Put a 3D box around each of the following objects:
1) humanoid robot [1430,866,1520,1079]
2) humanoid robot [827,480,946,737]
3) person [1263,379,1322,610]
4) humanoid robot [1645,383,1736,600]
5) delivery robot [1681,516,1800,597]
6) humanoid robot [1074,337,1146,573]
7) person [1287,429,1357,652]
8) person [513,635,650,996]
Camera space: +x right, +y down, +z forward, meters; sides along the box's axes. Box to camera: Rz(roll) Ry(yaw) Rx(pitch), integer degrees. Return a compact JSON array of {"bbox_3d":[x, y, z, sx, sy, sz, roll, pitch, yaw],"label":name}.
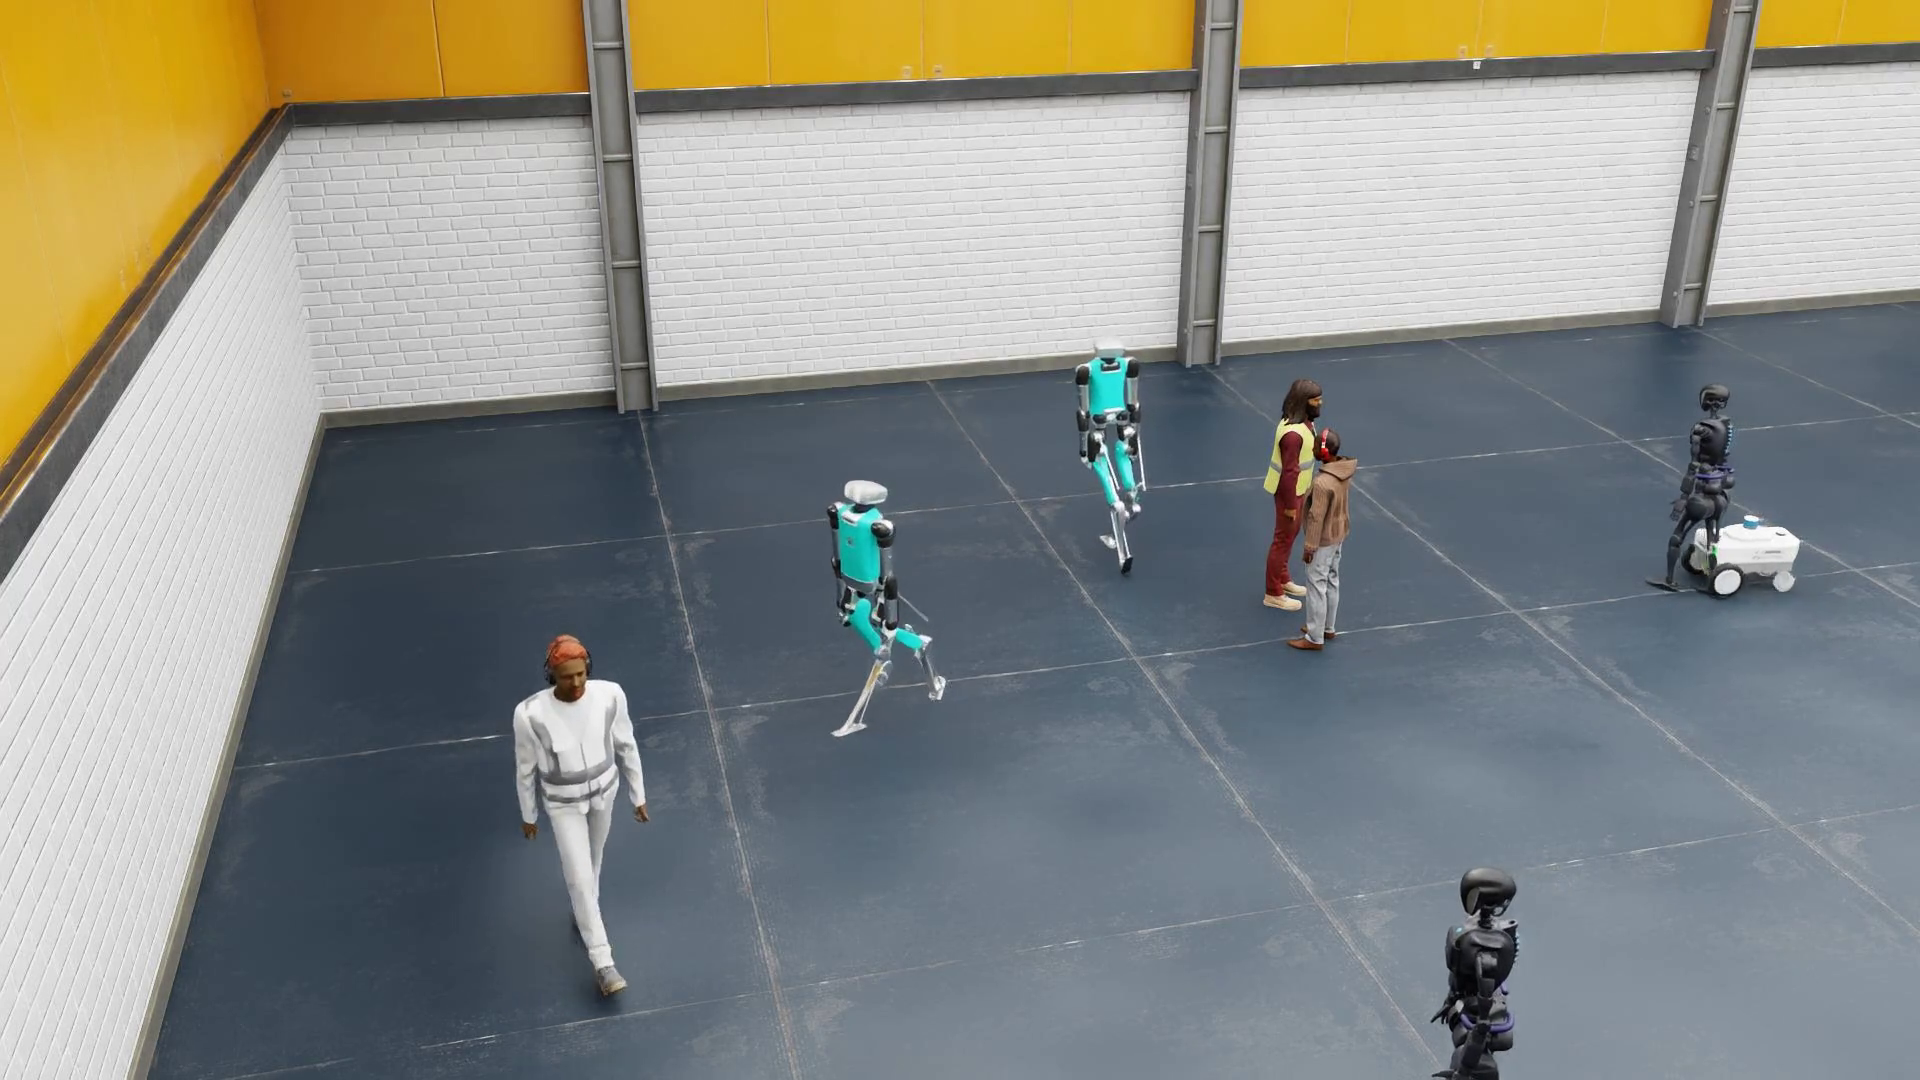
[{"bbox_3d":[2.171,2.061,6.996,0.783,1.627,0.589,3,24,7],"label":"humanoid robot"},{"bbox_3d":[-0.430,0.390,10.744,0.535,1.796,1.017,20,31,38],"label":"humanoid robot"},{"bbox_3d":[2.435,-0.346,12.293,0.365,1.765,0.470,9,25,19],"label":"person"},{"bbox_3d":[5.582,-0.363,12.454,0.589,1.629,0.568,-19,30,-36],"label":"humanoid robot"},{"bbox_3d":[6.005,0.108,12.761,0.795,0.596,0.499,-2,24,-3],"label":"delivery robot"},{"bbox_3d":[1.262,-0.619,13.010,0.562,1.814,0.887,-7,25,-15],"label":"humanoid robot"},{"bbox_3d":[2.550,0.007,11.638,0.326,1.646,0.468,15,28,31],"label":"person"},{"bbox_3d":[-1.838,1.362,8.311,0.604,1.841,0.923,-15,28,-31],"label":"person"}]
